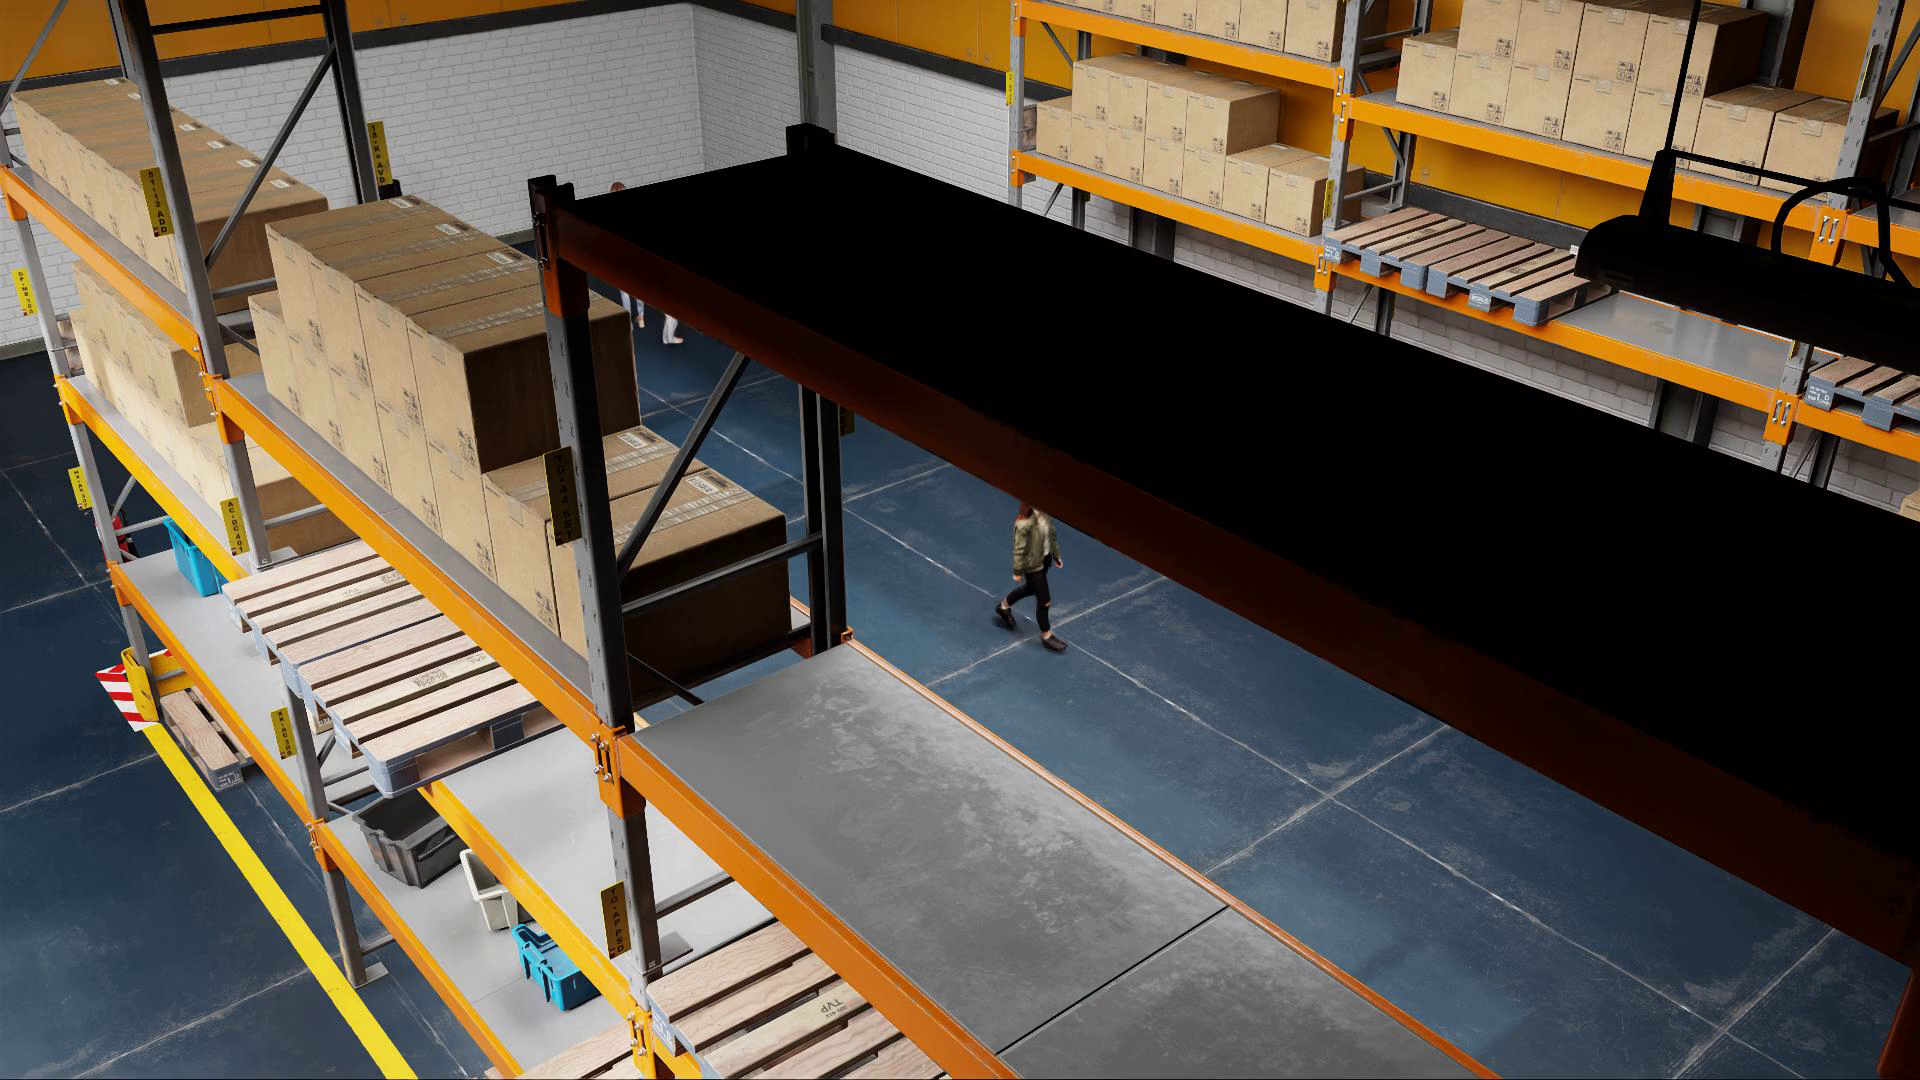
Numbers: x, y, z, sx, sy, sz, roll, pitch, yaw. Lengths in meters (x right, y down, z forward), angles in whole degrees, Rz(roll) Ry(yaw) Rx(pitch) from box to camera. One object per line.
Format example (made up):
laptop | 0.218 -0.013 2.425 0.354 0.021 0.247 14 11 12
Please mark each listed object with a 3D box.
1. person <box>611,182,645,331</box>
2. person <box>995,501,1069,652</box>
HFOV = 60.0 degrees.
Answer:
person | -3.971 -3.380 19.753 0.595 1.796 0.523 -19 34 -31
person | 0.554 0.180 13.588 1.050 1.449 0.769 17 33 28
